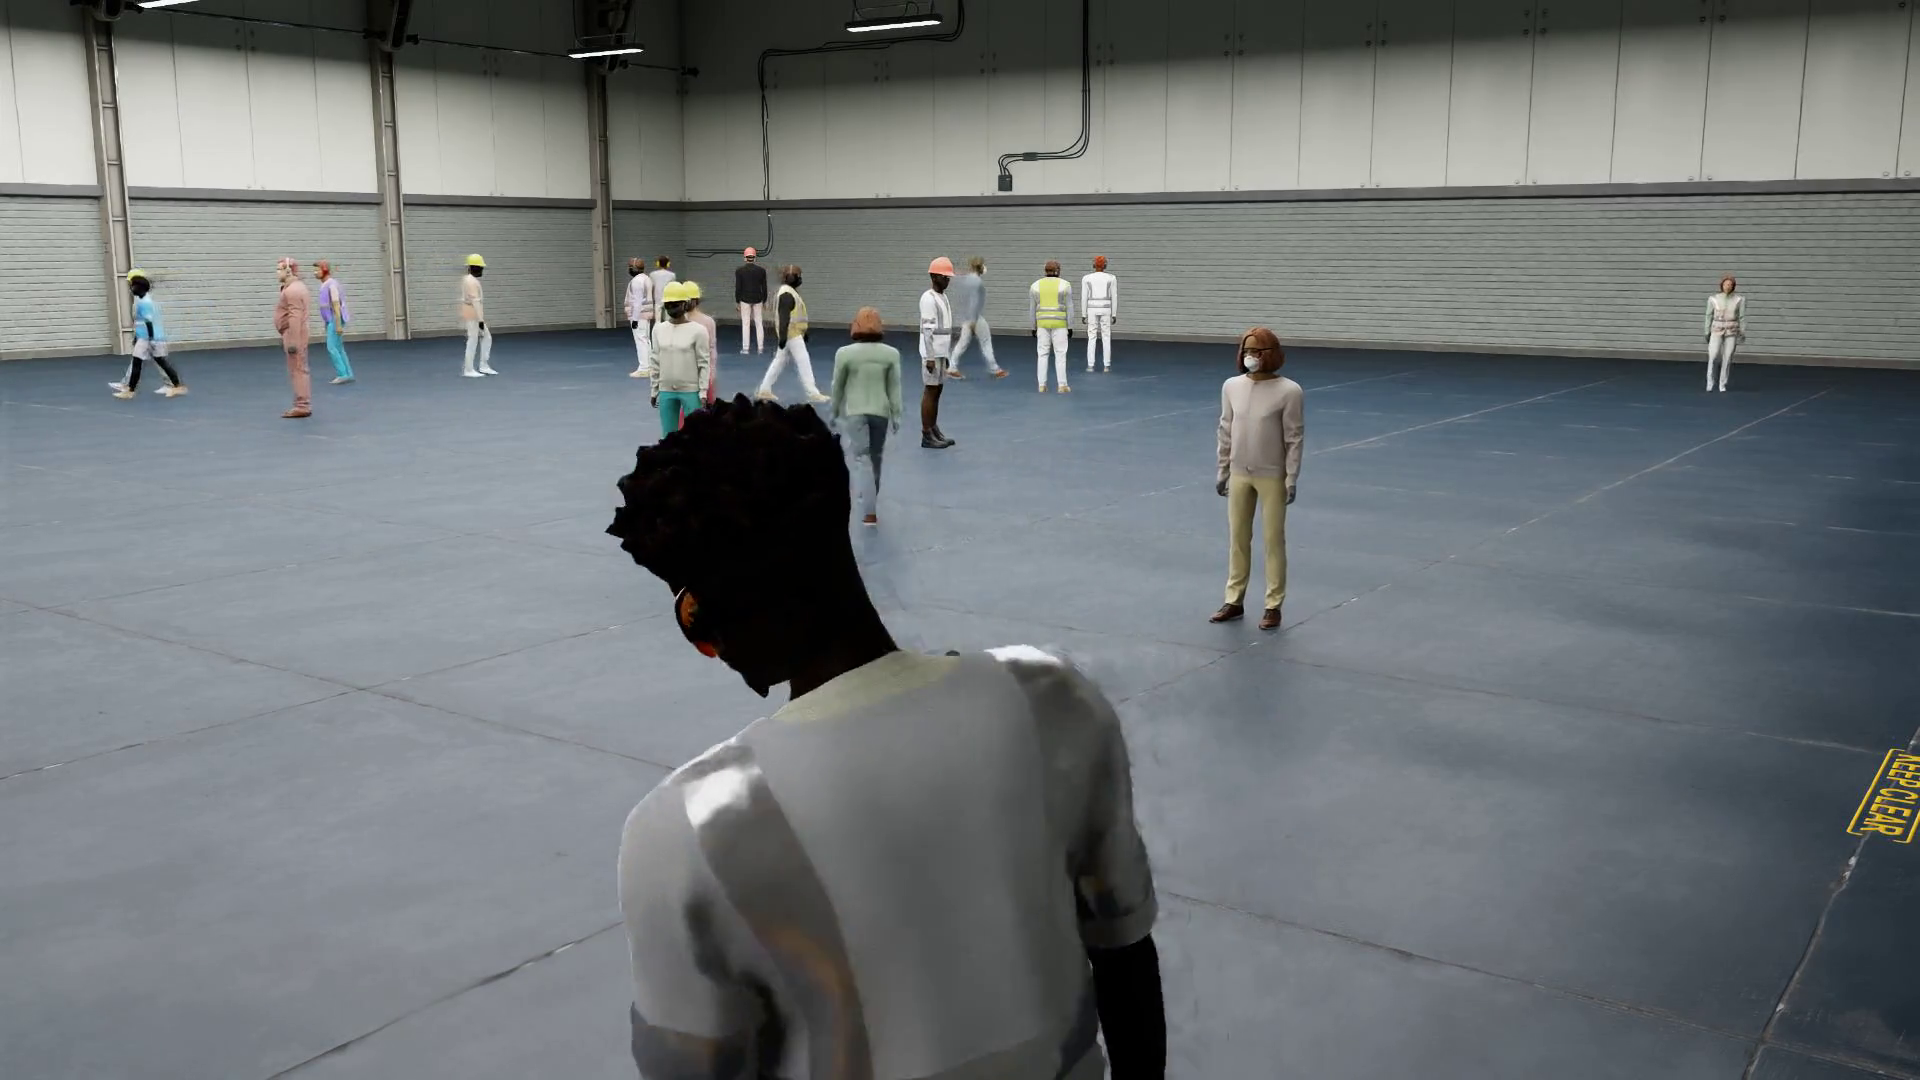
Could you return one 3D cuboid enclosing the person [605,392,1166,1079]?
[{"bbox_3d":[-0.028,0.787,1.934,0.713,1.926,0.368,-5,11,-26],"label":"person"}]

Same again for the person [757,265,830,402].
[{"bbox_3d":[-2.230,-2.696,21.806,0.972,1.799,0.625,-1,10,-4],"label":"person"}]

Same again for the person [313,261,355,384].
[{"bbox_3d":[-9.258,-3.213,24.633,0.520,1.816,0.561,-7,12,-33],"label":"person"}]

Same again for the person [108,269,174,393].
[{"bbox_3d":[-11.314,-2.856,22.884,0.880,1.699,0.505,-6,12,-30],"label":"person"}]

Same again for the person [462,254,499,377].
[{"bbox_3d":[-7.464,-3.484,25.896,0.683,1.901,0.612,-3,11,-15],"label":"person"}]

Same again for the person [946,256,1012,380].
[{"bbox_3d":[0.247,-3.374,25.334,1.015,1.886,0.650,-2,10,-10],"label":"person"}]

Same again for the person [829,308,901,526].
[{"bbox_3d":[-0.721,-0.933,12.476,0.503,1.591,0.841,-4,11,-20],"label":"person"}]

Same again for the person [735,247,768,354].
[{"bbox_3d":[-3.934,-4.499,31.316,0.622,1.993,0.383,-4,11,-22],"label":"person"}]

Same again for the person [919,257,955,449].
[{"bbox_3d":[-0.219,-1.905,16.957,0.376,1.934,0.547,3,11,16],"label":"person"}]

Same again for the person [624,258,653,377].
[{"bbox_3d":[-4.998,-3.452,25.885,0.429,1.843,0.627,1,10,5],"label":"person"}]

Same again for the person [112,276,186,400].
[{"bbox_3d":[-10.847,-2.697,22.193,0.888,1.650,0.536,-4,11,-20],"label":"person"}]

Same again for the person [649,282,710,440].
[{"bbox_3d":[-2.276,-1.202,13.492,0.525,1.769,0.315,3,11,16],"label":"person"}]

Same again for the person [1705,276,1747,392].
[{"bbox_3d":[10.684,-2.862,23.212,0.524,1.620,0.553,4,11,21],"label":"person"}]

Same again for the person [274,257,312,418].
[{"bbox_3d":[-7.994,-2.422,19.934,0.405,1.905,0.651,-3,11,-16],"label":"person"}]

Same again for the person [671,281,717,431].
[{"bbox_3d":[-2.545,-1.641,16.094,0.532,1.717,0.943,4,11,20],"label":"person"}]

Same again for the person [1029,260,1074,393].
[{"bbox_3d":[1.290,-2.970,23.200,0.621,1.838,0.429,3,11,18],"label":"person"}]

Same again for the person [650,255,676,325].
[{"bbox_3d":[-5.739,-4.581,32.176,0.550,1.851,0.491,-2,10,-9],"label":"person"}]

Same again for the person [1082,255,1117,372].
[{"bbox_3d":[2.260,-3.668,26.976,0.580,1.883,0.352,1,10,5],"label":"person"}]

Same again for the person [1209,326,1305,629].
[{"bbox_3d":[1.611,-0.335,9.005,0.501,1.633,0.285,8,13,39],"label":"person"}]
